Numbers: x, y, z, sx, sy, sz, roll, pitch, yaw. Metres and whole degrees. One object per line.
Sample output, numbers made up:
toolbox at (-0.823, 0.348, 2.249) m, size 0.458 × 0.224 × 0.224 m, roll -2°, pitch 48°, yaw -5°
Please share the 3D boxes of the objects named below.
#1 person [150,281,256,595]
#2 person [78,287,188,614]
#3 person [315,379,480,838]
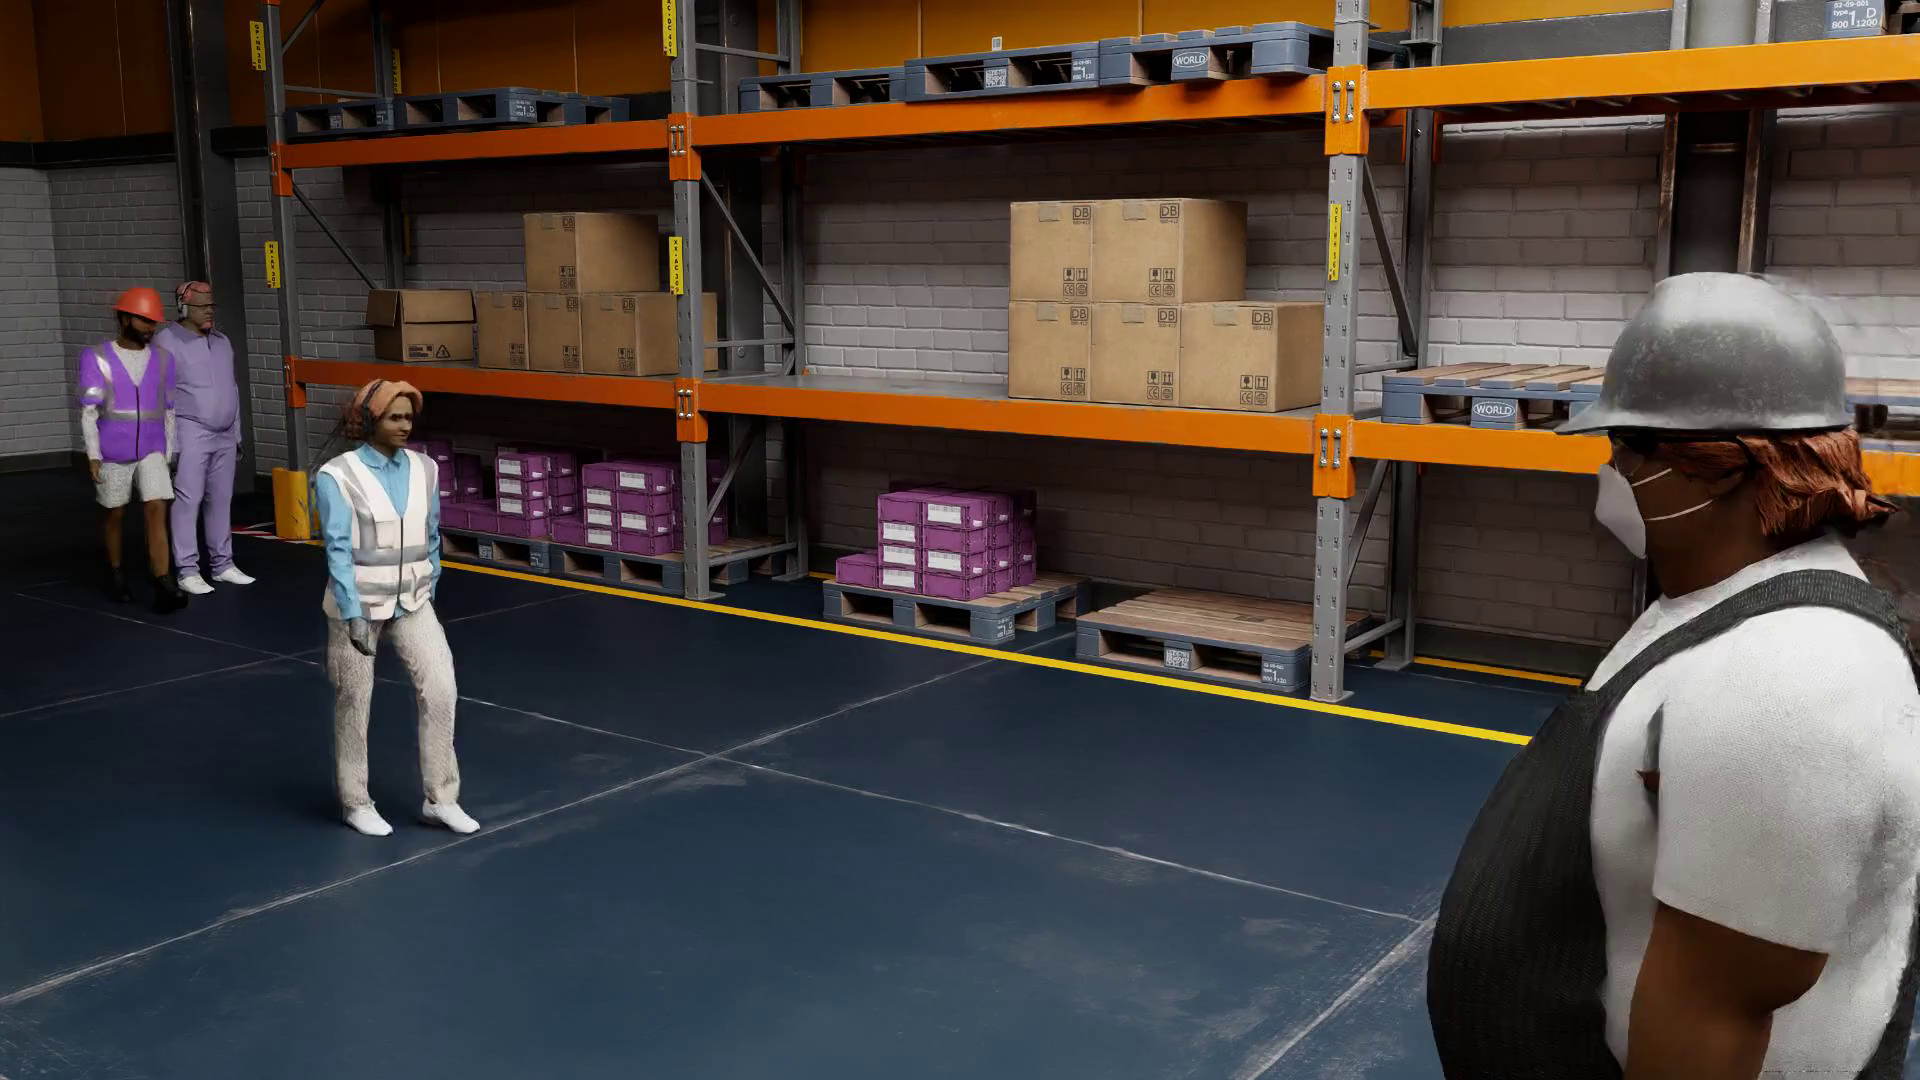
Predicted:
person at (-4.628, -0.623, 10.180) m, size 0.404 × 1.900 × 0.637 m, roll 3°, pitch 10°, yaw 16°
person at (-4.765, -0.514, 9.602) m, size 0.575 × 1.863 × 1.029 m, roll -8°, pitch 13°, yaw -41°
person at (-1.949, 0.258, 5.751) m, size 0.644 × 1.614 × 0.525 m, roll 7°, pitch 12°, yaw 37°
